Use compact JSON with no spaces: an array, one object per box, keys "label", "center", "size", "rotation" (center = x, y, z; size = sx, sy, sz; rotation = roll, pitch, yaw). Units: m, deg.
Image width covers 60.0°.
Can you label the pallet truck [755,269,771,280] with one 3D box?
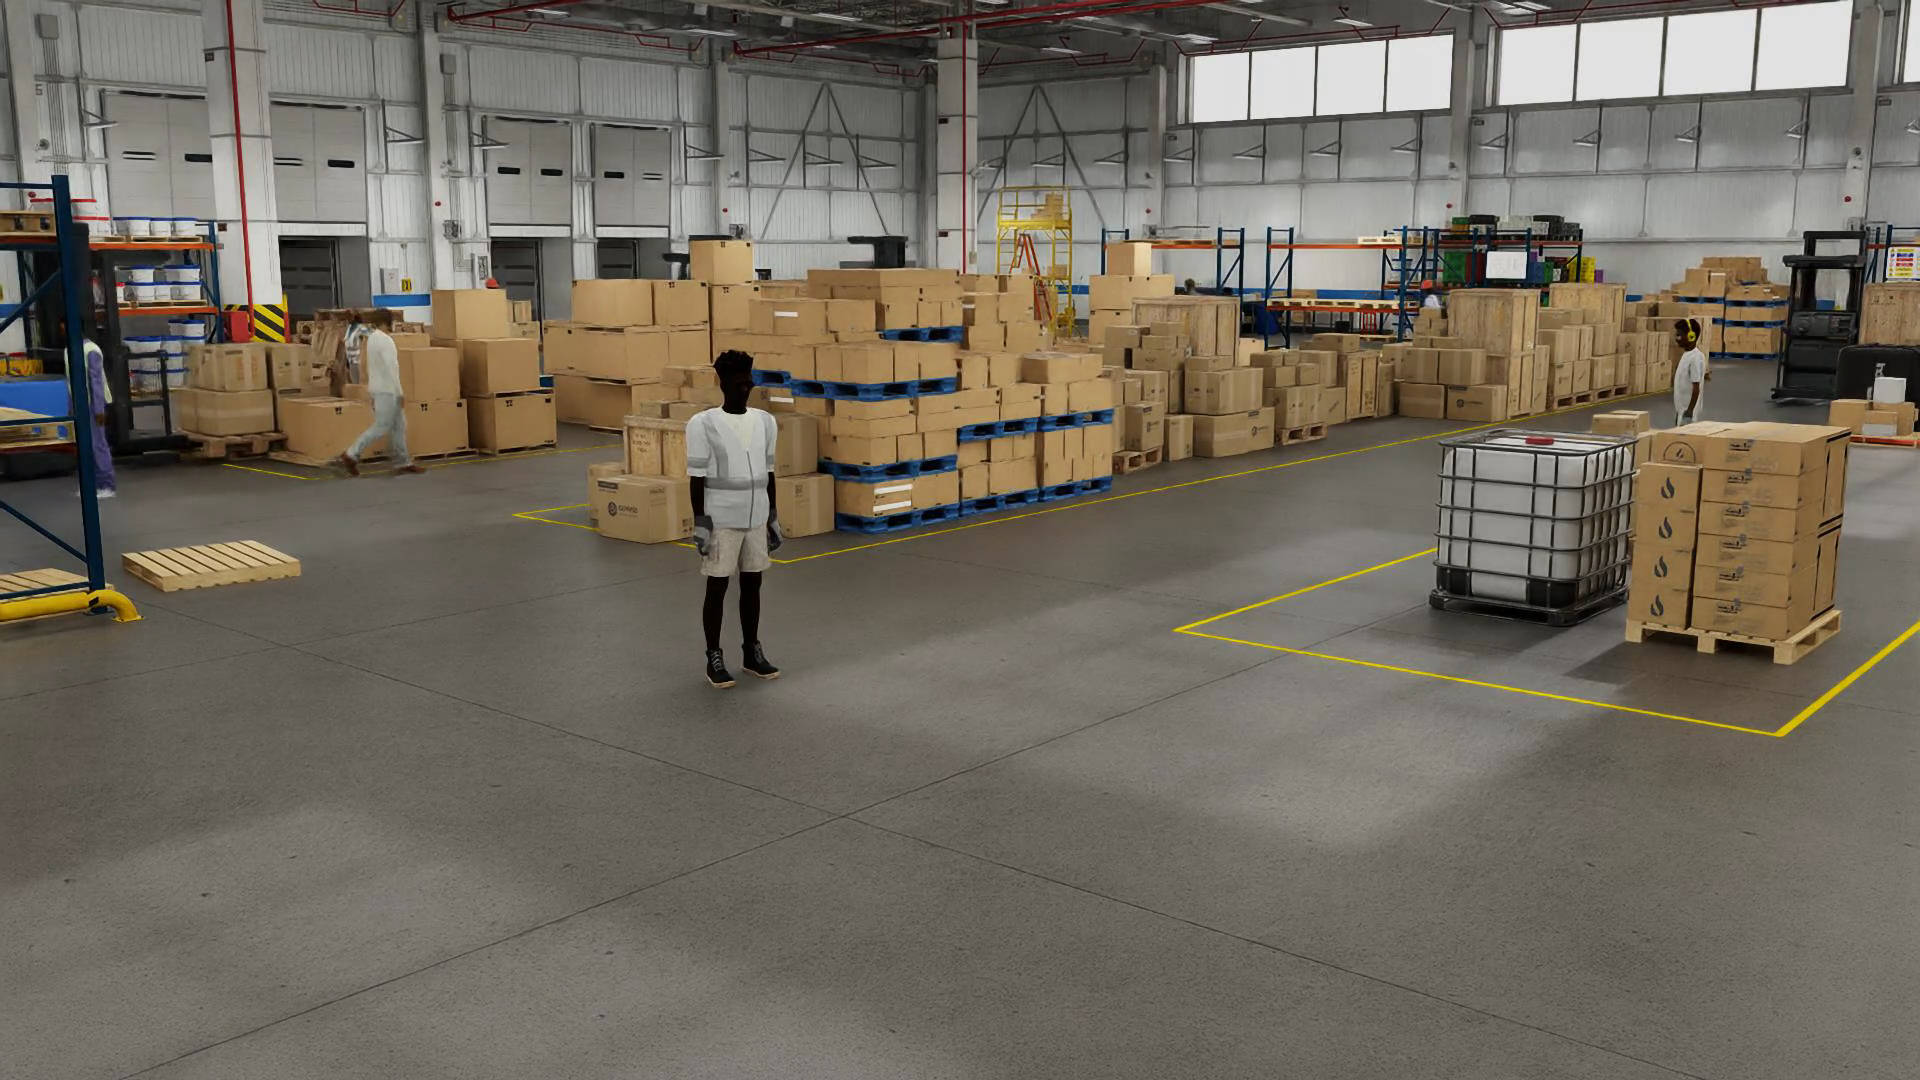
[{"label":"pallet truck","center":[-4.996,-6.432,45.525],"size":[1.885,1.965,0.823],"rotation":[-6,12,-32]}]

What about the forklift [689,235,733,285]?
[{"label":"forklift","center":[-5.312,-5.156,35.748],"size":[1.873,2.768,1.129],"rotation":[9,13,42]}]

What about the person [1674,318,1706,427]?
[{"label":"person","center":[7.108,-1.237,16.330],"size":[0.329,1.865,0.509],"rotation":[3,10,15]}]

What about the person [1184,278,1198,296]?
[{"label":"person","center":[5.139,-4.745,36.201],"size":[0.731,1.912,0.630],"rotation":[2,10,11]}]

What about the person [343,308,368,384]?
[{"label":"person","center":[-9.161,-2.702,25.304],"size":[0.515,1.641,0.315],"rotation":[7,12,35]}]

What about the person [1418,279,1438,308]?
[{"label":"person","center":[9.656,-4.407,34.254],"size":[0.507,1.910,0.559],"rotation":[5,11,24]}]

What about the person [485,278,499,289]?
[{"label":"person","center":[-9.515,-4.357,33.877],"size":[0.375,1.939,0.546],"rotation":[4,11,21]}]

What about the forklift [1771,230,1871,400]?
[{"label":"forklift","center":[14.339,-3.693,27.417],"size":[1.129,2.768,1.873],"rotation":[8,13,39]}]

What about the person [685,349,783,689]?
[{"label":"person","center":[-1.306,-0.130,9.732],"size":[0.606,1.966,0.367],"rotation":[-9,13,-40]}]

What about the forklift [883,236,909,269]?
[{"label":"forklift","center":[-1.509,-5.786,39.336],"size":[1.873,2.768,1.129],"rotation":[2,10,14]}]

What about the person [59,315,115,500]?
[{"label":"person","center":[-8.863,-1.361,16.923],"size":[0.607,1.909,0.394],"rotation":[8,13,37]}]

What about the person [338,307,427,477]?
[{"label":"person","center":[-6.492,-1.646,18.555],"size":[0.847,1.907,0.645],"rotation":[-5,11,-24]}]

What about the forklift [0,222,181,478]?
[{"label":"forklift","center":[-10.166,-2.202,18.928],"size":[1.129,2.768,1.873],"rotation":[8,13,40]}]
